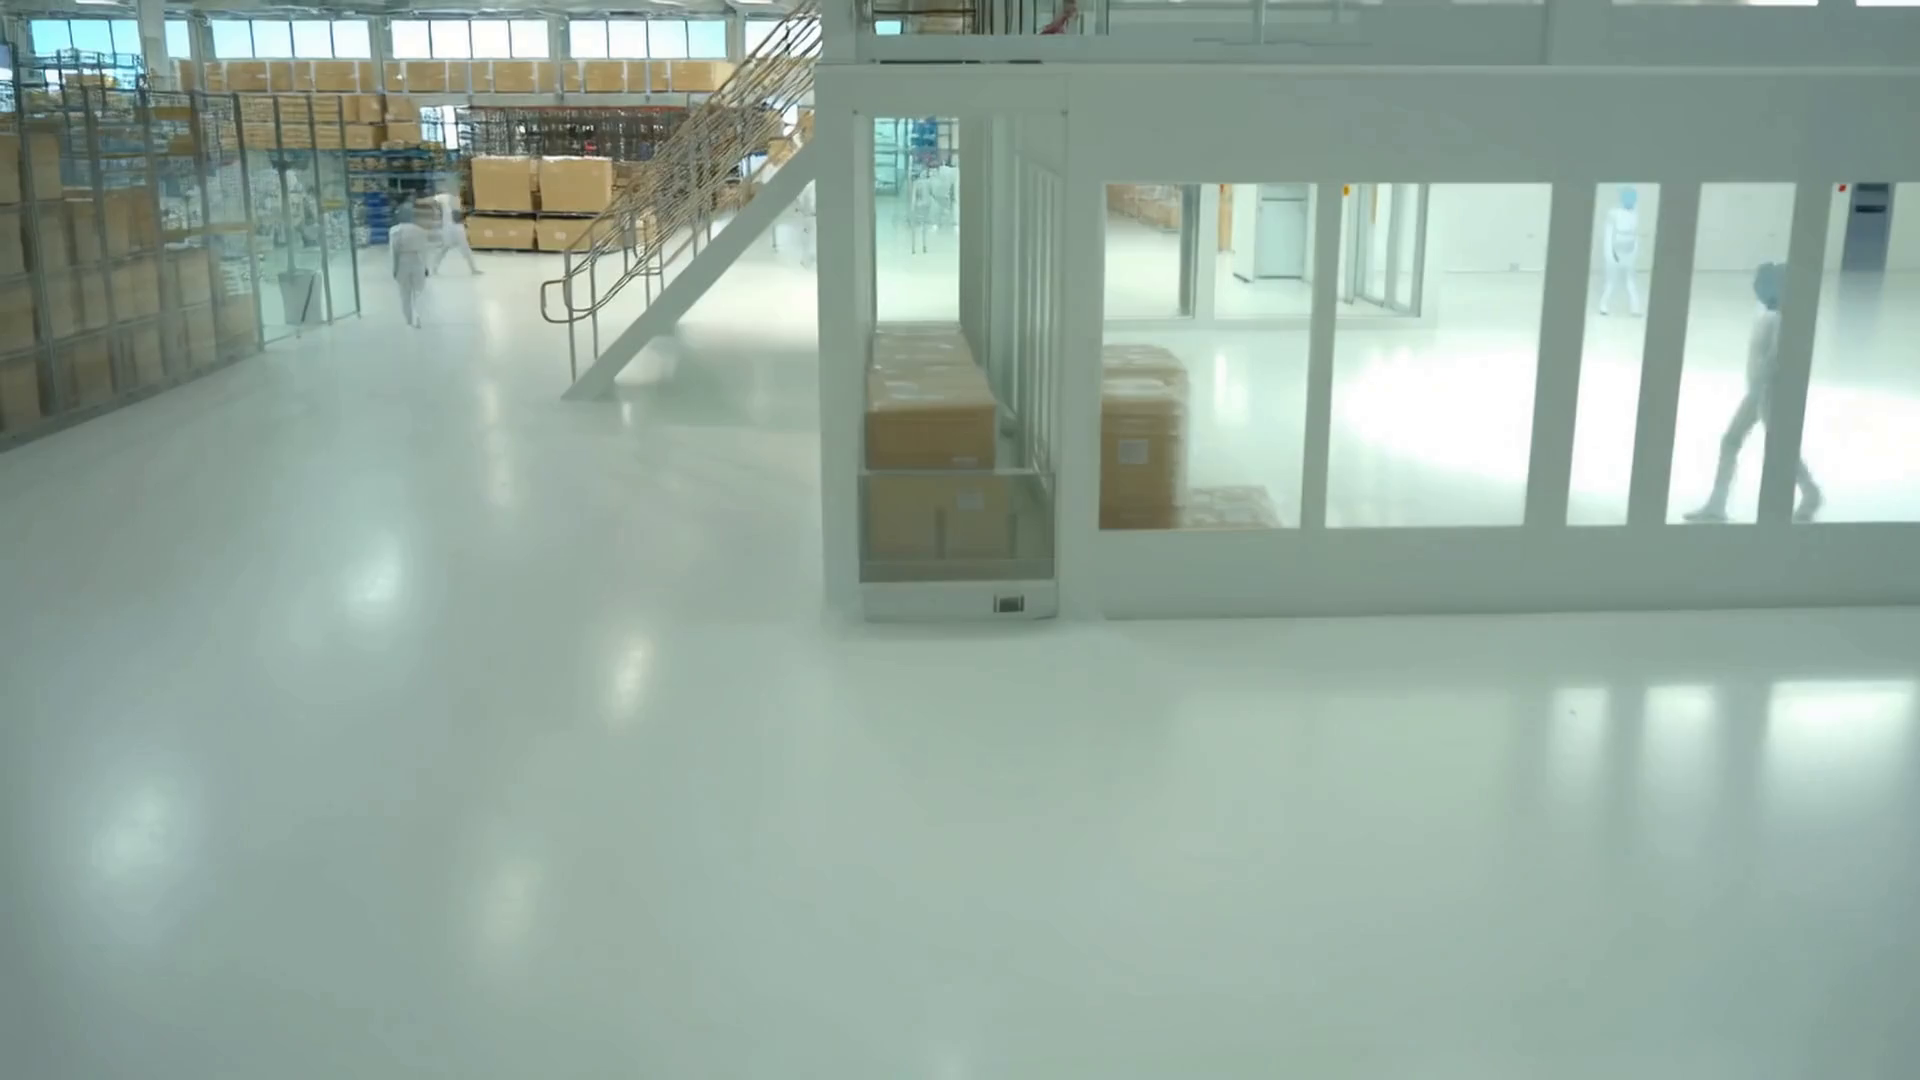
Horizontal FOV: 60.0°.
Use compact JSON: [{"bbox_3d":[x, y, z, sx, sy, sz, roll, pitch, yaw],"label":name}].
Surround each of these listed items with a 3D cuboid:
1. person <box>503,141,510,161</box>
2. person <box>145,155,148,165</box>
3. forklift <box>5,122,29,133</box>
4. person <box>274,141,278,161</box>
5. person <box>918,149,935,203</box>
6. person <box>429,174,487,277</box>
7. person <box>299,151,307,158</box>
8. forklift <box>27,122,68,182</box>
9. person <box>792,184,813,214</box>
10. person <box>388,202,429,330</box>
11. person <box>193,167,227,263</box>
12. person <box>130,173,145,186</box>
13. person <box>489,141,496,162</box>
[{"bbox_3d":[-24.331,-20.455,89.207,0.600,1.834,0.404,10,17,35],"label":"person"},{"bbox_3d":[-34.847,-16.036,71.742,0.525,1.737,0.786,-5,15,-21],"label":"person"},{"bbox_3d":[-38.419,-15.716,68.147,1.129,2.768,1.873,-1,14,-3],"label":"forklift"},{"bbox_3d":[-35.332,-19.808,86.487,0.858,1.910,0.618,3,14,10],"label":"person"},{"bbox_3d":[-1.087,-11.886,54.651,0.617,2.003,1.029,8,16,30],"label":"person"},{"bbox_3d":[-9.223,-5.710,30.230,1.042,1.870,0.589,2,14,10],"label":"person"},{"bbox_3d":[-23.081,-12.782,58.574,0.616,1.813,0.438,0,14,2],"label":"person"},{"bbox_3d":[-35.376,-14.773,64.377,1.129,2.768,1.873,-1,14,-2],"label":"forklift"},{"bbox_3d":[-4.910,-11.075,51.662,0.936,1.869,0.636,10,17,35],"label":"person"},{"bbox_3d":[-7.444,-3.705,22.520,0.496,1.709,0.847,-6,15,-21],"label":"person"},{"bbox_3d":[-14.604,-6.197,32.018,0.925,1.924,0.641,2,14,6],"label":"person"},{"bbox_3d":[-16.546,-6.522,33.657,0.326,1.769,0.524,-9,17,-32],"label":"person"},{"bbox_3d":[-23.054,-18.763,82.139,0.393,1.985,0.611,-5,15,-21],"label":"person"}]
